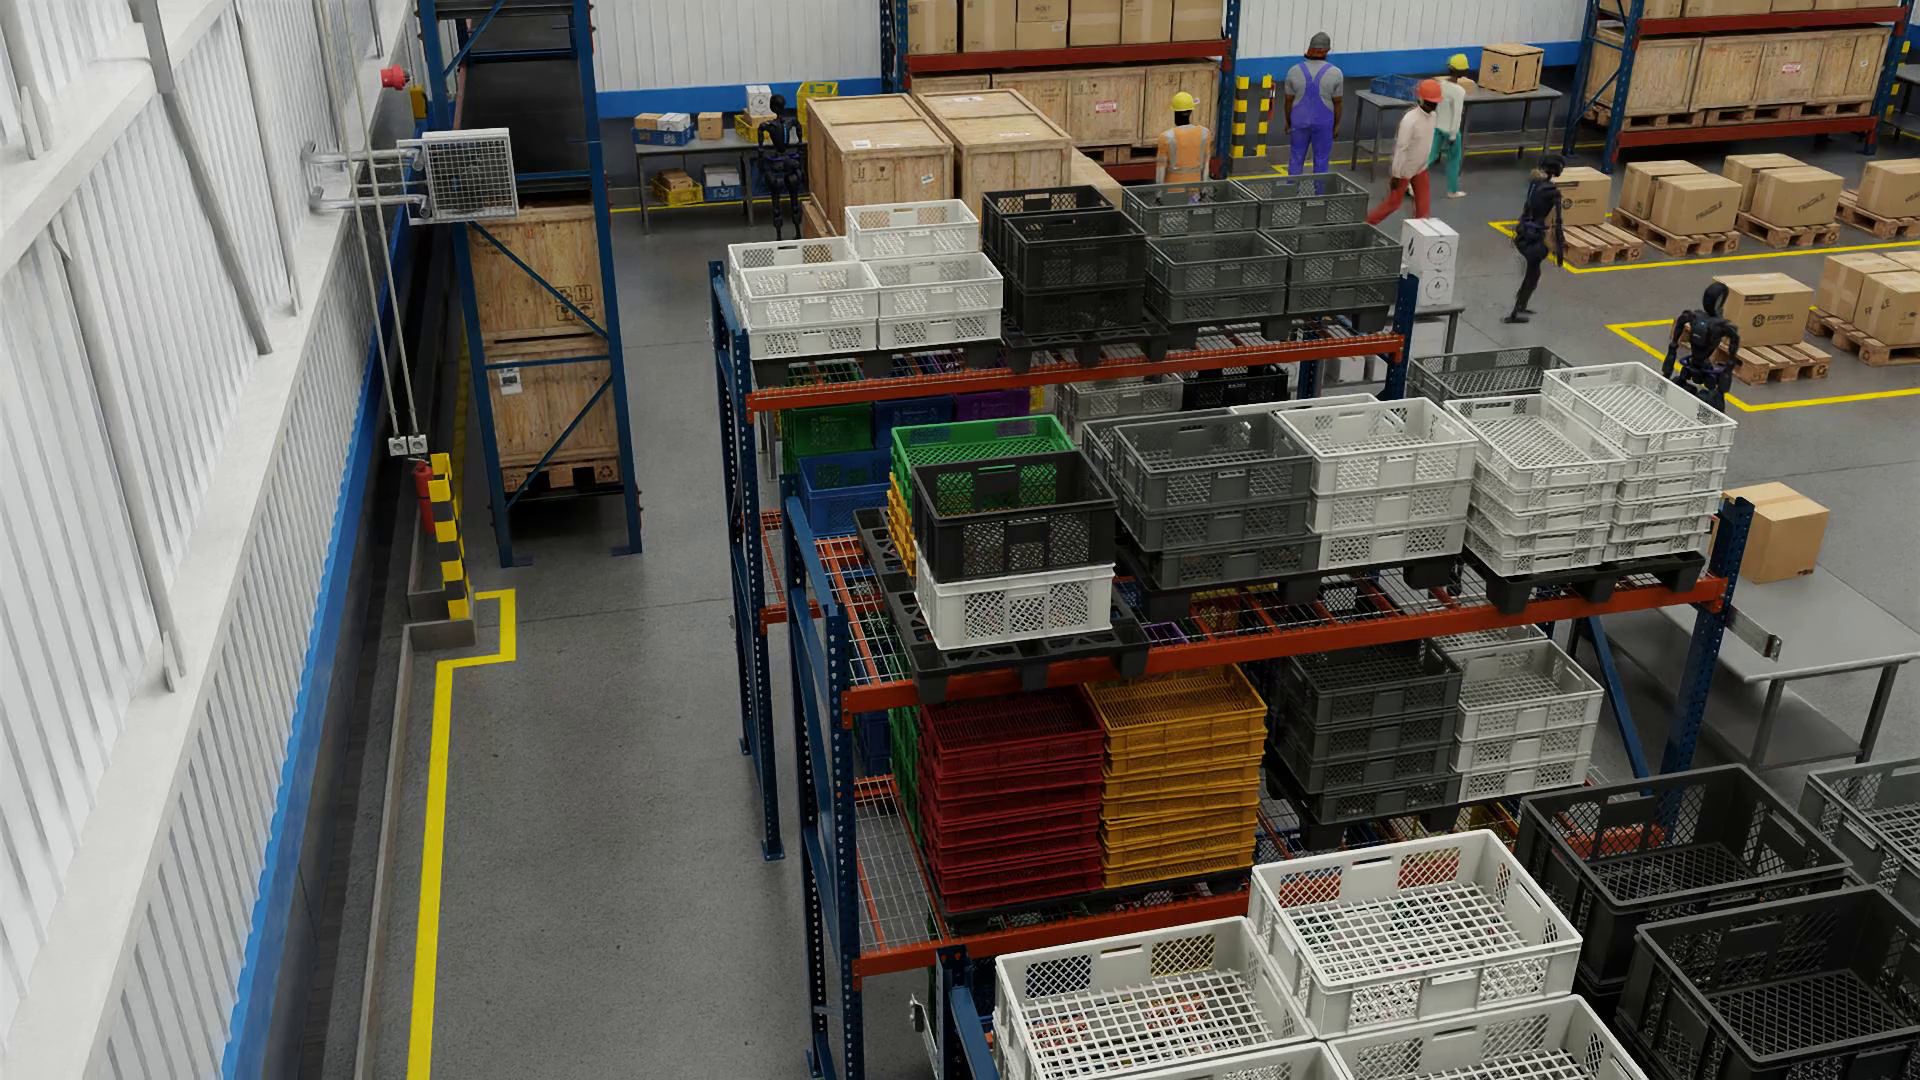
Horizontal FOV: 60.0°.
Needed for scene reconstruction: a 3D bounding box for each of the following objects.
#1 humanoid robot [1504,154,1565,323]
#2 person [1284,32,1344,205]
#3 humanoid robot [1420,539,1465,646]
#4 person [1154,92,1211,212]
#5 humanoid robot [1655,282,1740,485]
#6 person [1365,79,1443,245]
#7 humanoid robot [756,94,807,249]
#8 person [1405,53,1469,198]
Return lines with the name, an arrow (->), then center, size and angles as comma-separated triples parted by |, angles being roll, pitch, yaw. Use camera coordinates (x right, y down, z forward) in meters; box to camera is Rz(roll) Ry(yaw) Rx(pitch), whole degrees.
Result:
humanoid robot -> 5.578, -2.911, 16.065 | 0.532, 1.638, 0.614 | -5, 28, -9
person -> 4.132, -4.914, 19.471 | 0.674, 2.000, 0.536 | 10, 29, 18
humanoid robot -> 3.107, -0.035, 10.587 | 0.610, 1.657, 0.315 | -23, 36, -37
person -> 2.280, -3.660, 17.228 | 0.588, 1.920, 0.402 | -8, 29, -15
humanoid robot -> 5.660, -1.192, 12.799 | 0.323, 1.657, 0.575 | -18, 33, -31
person -> 4.798, -4.025, 17.902 | 0.675, 1.939, 0.974 | -21, 34, -35
humanoid robot -> -1.949, -4.043, 18.188 | 0.583, 1.660, 0.329 | -16, 32, -28
person -> 5.746, -4.902, 19.766 | 0.784, 1.739, 0.521 | -12, 30, -22
